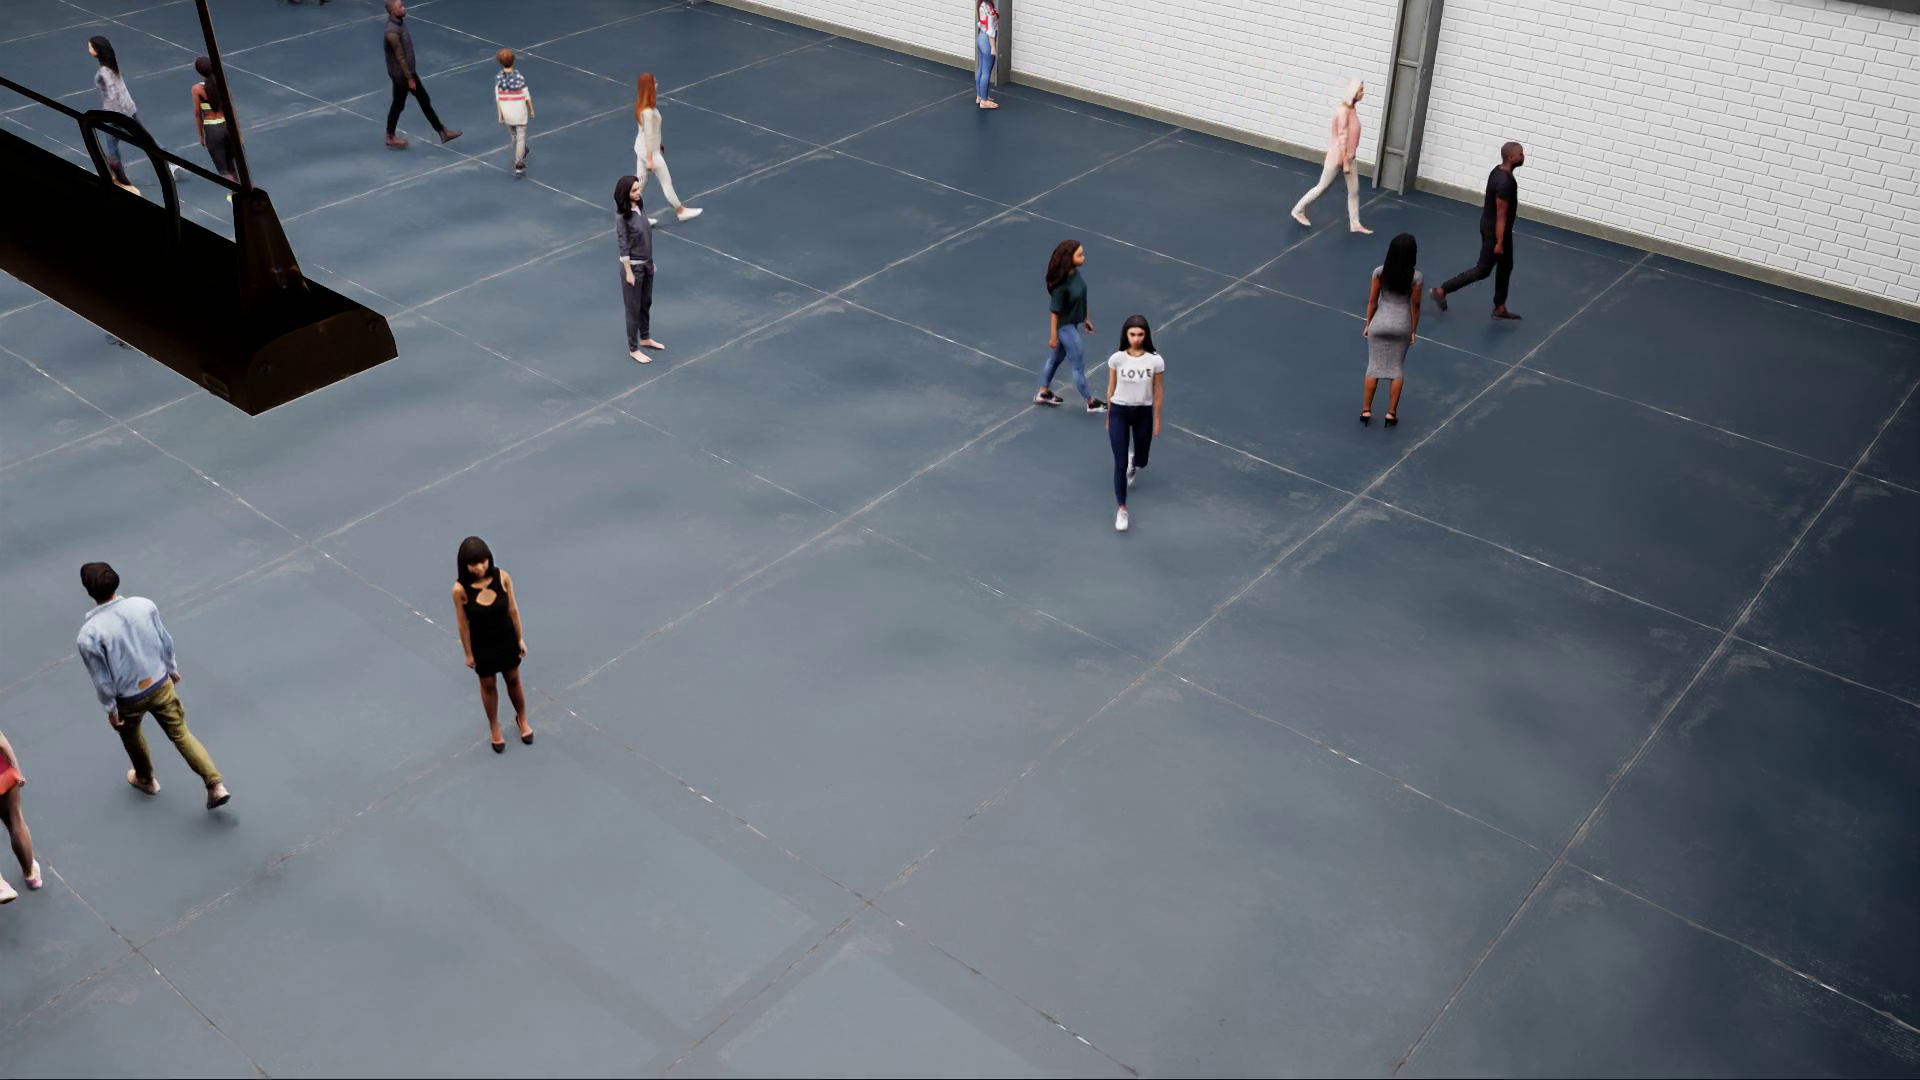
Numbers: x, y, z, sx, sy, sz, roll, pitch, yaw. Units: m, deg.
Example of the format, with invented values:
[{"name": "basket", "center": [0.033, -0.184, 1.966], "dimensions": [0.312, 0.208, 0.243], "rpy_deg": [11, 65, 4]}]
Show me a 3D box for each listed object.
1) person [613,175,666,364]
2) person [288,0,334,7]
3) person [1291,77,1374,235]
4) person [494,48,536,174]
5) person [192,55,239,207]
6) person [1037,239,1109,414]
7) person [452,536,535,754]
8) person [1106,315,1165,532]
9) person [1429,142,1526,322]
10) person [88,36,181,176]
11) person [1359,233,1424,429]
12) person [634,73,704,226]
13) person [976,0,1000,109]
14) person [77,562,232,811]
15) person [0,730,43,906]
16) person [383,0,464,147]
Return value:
[{"name": "person", "center": [-2.999, -2.533, 15.388], "dimensions": [0.628, 1.765, 0.658], "rpy_deg": [12, 35, 17]}, {"name": "person", "center": [-10.031, -8.817, 25.016], "dimensions": [1.095, 1.573, 0.908], "rpy_deg": [3, 34, 4]}, {"name": "person", "center": [3.989, -4.101, 17.819], "dimensions": [1.190, 1.684, 0.744], "rpy_deg": [17, 37, 24]}, {"name": "person", "center": [-5.204, -4.977, 19.389], "dimensions": [0.967, 1.407, 0.963], "rpy_deg": [0, 34, -1]}, {"name": "person", "center": [-8.075, -4.388, 18.210], "dimensions": [0.638, 1.730, 1.077], "rpy_deg": [-27, 42, -34]}, {"name": "person", "center": [0.863, -1.876, 14.558], "dimensions": [1.027, 1.588, 0.785], "rpy_deg": [12, 36, 18]}, {"name": "person", "center": [-3.002, 0.653, 10.700], "dimensions": [0.605, 1.647, 0.601], "rpy_deg": [-16, 37, -23]}, {"name": "person", "center": [1.345, -0.975, 13.050], "dimensions": [1.020, 1.757, 1.008], "rpy_deg": [3, 34, 4]}, {"name": "person", "center": [5.053, -2.928, 15.959], "dimensions": [1.250, 1.790, 0.965], "rpy_deg": [10, 35, 14]}, {"name": "person", "center": [-9.503, -4.895, 18.996], "dimensions": [1.184, 1.703, 1.086], "rpy_deg": [-1, 34, -1]}, {"name": "person", "center": [3.685, -1.787, 14.251], "dimensions": [0.597, 1.781, 0.723], "rpy_deg": [10, 35, 14]}, {"name": "person", "center": [-3.437, -4.158, 17.910], "dimensions": [0.937, 1.678, 1.026], "rpy_deg": [-14, 36, -20]}, {"name": "person", "center": [0.342, -6.370, 21.298], "dimensions": [0.730, 1.612, 0.640], "rpy_deg": [-7, 34, -10]}, {"name": "person", "center": [-4.946, 0.944, 10.143], "dimensions": [1.181, 1.779, 0.776], "rpy_deg": [21, 39, 28]}, {"name": "person", "center": [-5.592, 1.405, 9.479], "dimensions": [0.738, 1.746, 0.879], "rpy_deg": [-15, 36, -21]}, {"name": "person", "center": [-6.735, -5.536, 19.889], "dimensions": [1.266, 1.782, 1.198], "rpy_deg": [-2, 34, -3]}]
